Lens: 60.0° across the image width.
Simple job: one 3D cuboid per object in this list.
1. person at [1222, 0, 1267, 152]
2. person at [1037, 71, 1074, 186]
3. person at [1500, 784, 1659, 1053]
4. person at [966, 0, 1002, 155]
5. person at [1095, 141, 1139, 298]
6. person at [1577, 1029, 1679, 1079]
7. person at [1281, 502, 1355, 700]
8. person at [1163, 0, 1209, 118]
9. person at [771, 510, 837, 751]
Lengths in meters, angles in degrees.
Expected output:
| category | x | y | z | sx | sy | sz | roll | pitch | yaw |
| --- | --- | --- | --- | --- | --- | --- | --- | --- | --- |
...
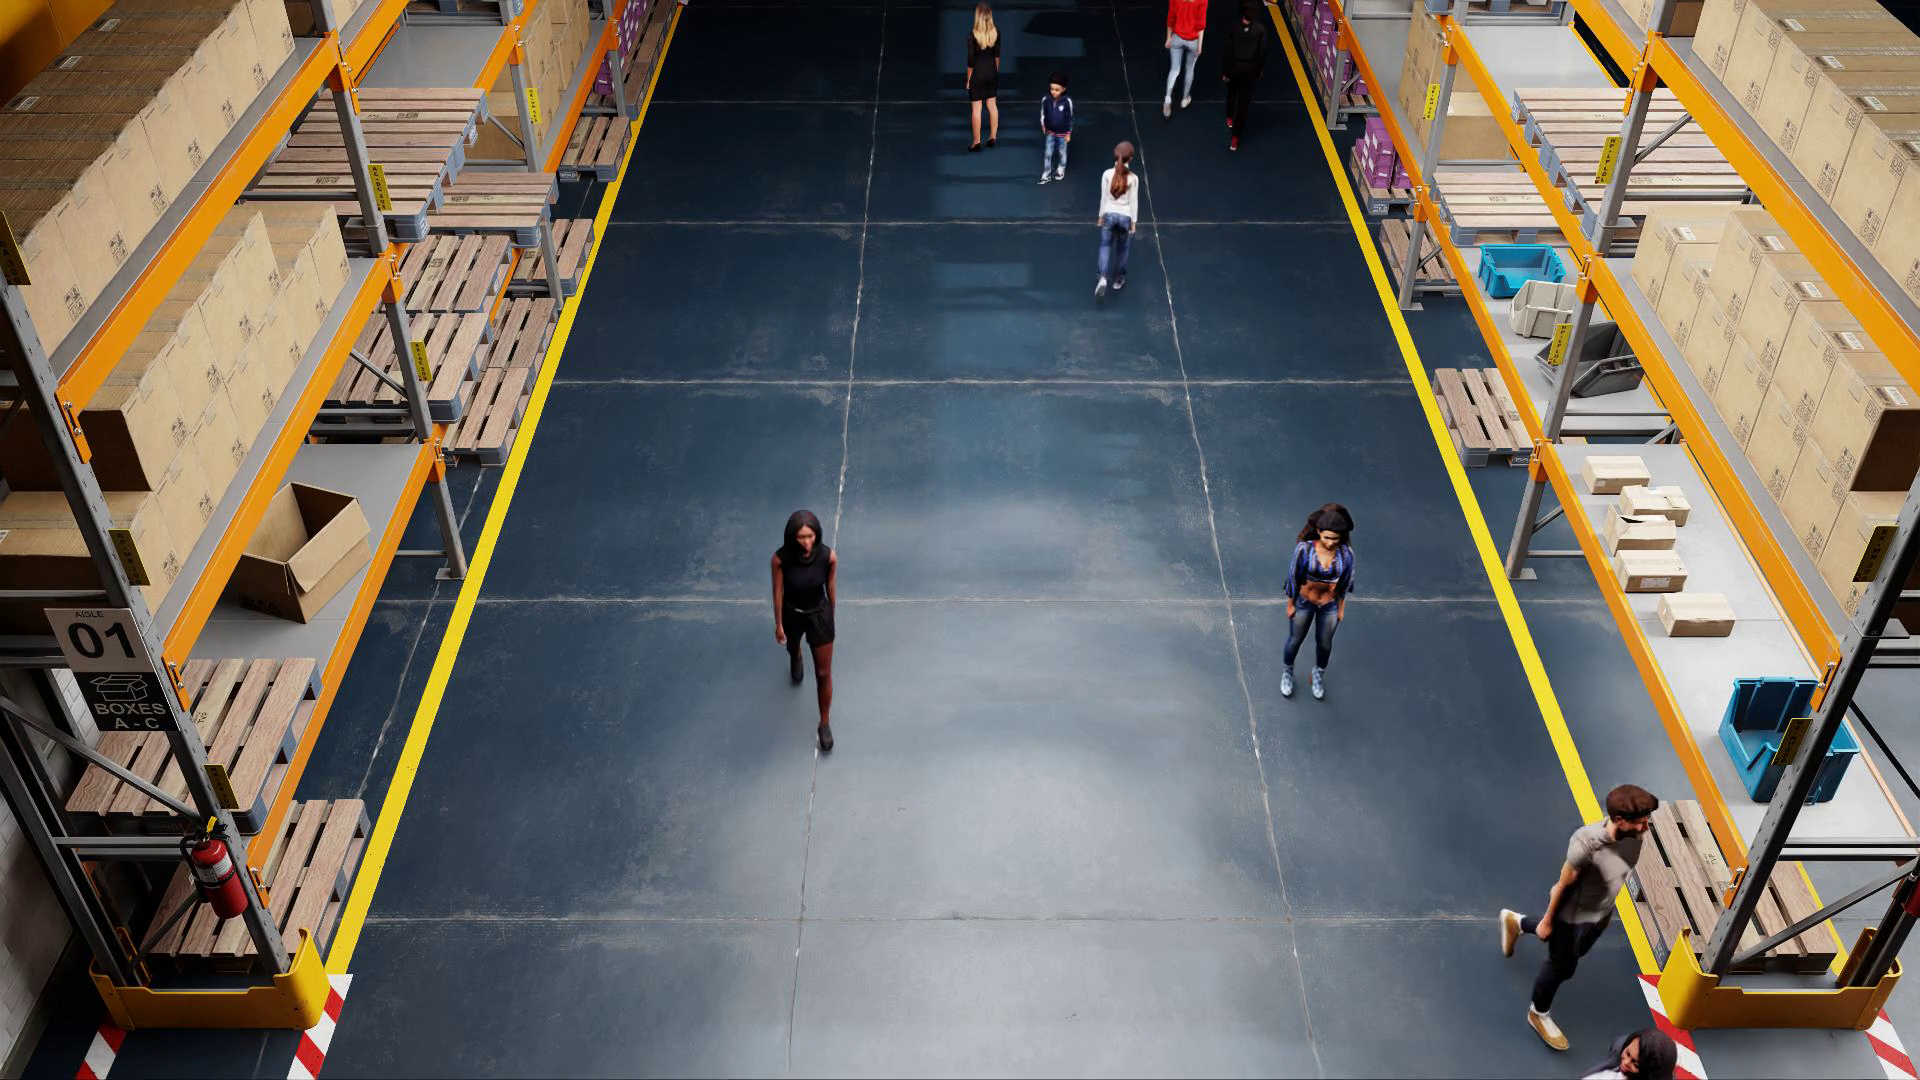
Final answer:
| category | x | y | z | sx | sy | sz | roll | pitch | yaw |
| --- | --- | --- | --- | --- | --- | --- | --- | --- | --- |
| person | 3.079 | -5.070 | 18.155 | 0.763 | 1.638 | 1.098 | 8 | 39 | 9 |
| person | 1.064 | -4.406 | 17.670 | 0.654 | 1.208 | 0.747 | 13 | 40 | 16 |
| person | 3.372 | 1.957 | 9.171 | 0.948 | 1.870 | 1.138 | -13 | 40 | -15 |
| person | 0.252 | -5.014 | 18.054 | 0.610 | 1.677 | 0.612 | -20 | 43 | -23 |
| person | 1.454 | -2.978 | 15.616 | 0.668 | 1.539 | 0.948 | 10 | 40 | 12 |
| person | 3.184 | 2.929 | 8.173 | 0.776 | 1.596 | 0.650 | -6 | 39 | -8 |
| person | 2.422 | 0.423 | 11.291 | 0.633 | 1.621 | 0.575 | 4 | 39 | 5 |
| person | 2.518 | -5.596 | 18.779 | 0.847 | 1.682 | 1.103 | 13 | 41 | 16 |
| person | -1.055 | 0.488 | 11.144 | 0.684 | 1.703 | 1.196 | -4 | 39 | -5 |
